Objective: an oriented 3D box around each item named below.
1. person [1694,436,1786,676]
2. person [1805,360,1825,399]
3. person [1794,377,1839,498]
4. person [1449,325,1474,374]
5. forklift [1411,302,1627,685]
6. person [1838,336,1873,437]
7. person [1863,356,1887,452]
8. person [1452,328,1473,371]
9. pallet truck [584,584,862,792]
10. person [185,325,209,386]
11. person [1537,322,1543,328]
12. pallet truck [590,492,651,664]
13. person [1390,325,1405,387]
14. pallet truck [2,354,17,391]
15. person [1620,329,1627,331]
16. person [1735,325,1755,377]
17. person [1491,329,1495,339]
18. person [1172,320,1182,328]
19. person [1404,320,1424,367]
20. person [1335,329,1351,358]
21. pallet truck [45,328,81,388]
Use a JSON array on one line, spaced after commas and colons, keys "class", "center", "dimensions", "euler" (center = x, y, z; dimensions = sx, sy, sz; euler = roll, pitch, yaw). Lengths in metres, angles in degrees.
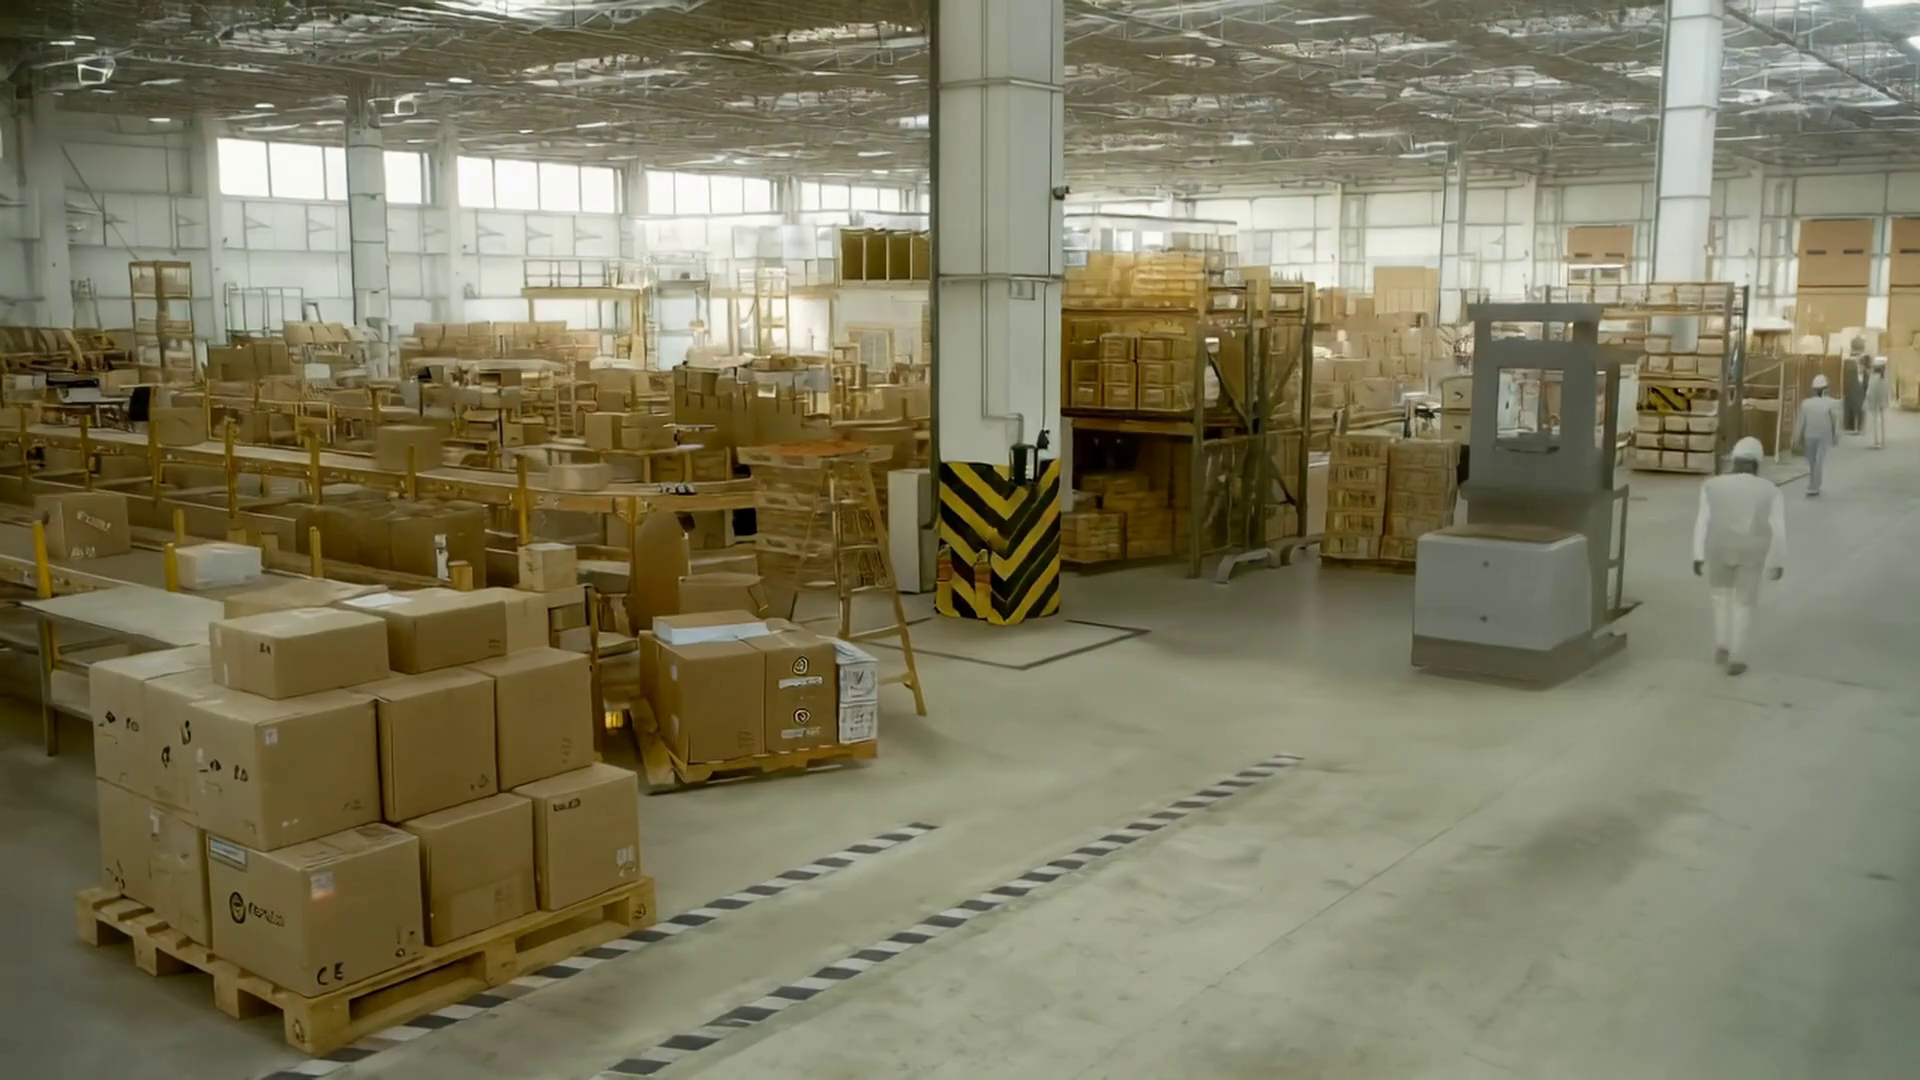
[{"class": "person", "center": [6.008, 0.107, 12.764], "dimensions": [0.619, 1.805, 0.719], "euler": [7, 11, 38]}, {"class": "person", "center": [17.181, -2.864, 33.560], "dimensions": [0.517, 1.584, 0.873], "euler": [-2, 9, -11]}, {"class": "person", "center": [12.234, -1.475, 23.746], "dimensions": [0.542, 1.724, 0.919], "euler": [8, 12, 44]}, {"class": "person", "center": [17.873, -6.694, 58.722], "dimensions": [1.002, 1.788, 0.518], "euler": [2, 9, 15]}, {"class": "forklift", "center": [4.379, -0.438, 12.852], "dimensions": [1.129, 2.768, 1.873], "euler": [7, 11, 37]}, {"class": "person", "center": [18.035, -3.097, 33.594], "dimensions": [0.536, 2.000, 0.688], "euler": [-1, 8, -5]}, {"class": "person", "center": [16.770, -2.487, 30.447], "dimensions": [0.349, 1.758, 0.521], "euler": [2, 9, 14]}, {"class": "person", "center": [14.683, -5.246, 48.633], "dimensions": [0.565, 1.881, 1.012], "euler": [4, 9, 24]}, {"class": "pallet truck", "center": [-1.426, 0.805, 10.019], "dimensions": [1.601, 1.201, 0.680], "euler": [-4, 9, -26]}, {"class": "person", "center": [-23.535, -5.663, 51.342], "dimensions": [0.642, 1.909, 0.399], "euler": [-4, 9, -24]}, {"class": "person", "center": [23.277, -7.853, 66.680], "dimensions": [0.505, 1.729, 0.434], "euler": [-1, 9, -8]}, {"class": "pallet truck", "center": [-3.115, 0.344, 12.883], "dimensions": [0.653, 1.274, 1.630], "euler": [7, 11, 37]}, {"class": "person", "center": [13.532, -5.690, 51.427], "dimensions": [0.376, 1.934, 0.548], "euler": [-1, 9, -7]}, {"class": "pallet truck", "center": [-24.881, -4.417, 42.634], "dimensions": [1.885, 1.965, 0.823], "euler": [8, 11, 41]}, {"class": "person", "center": [19.270, -5.202, 48.447], "dimensions": [0.684, 1.847, 0.498], "euler": [0, 8, -1]}, {"class": "person", "center": [27.145, -6.540, 57.550], "dimensions": [0.642, 1.822, 0.563], "euler": [3, 9, 18]}, {"class": "person", "center": [13.776, -4.547, 43.518], "dimensions": [0.379, 1.996, 0.608], "euler": [2, 9, 10]}, {"class": "person", "center": [8.955, -8.157, 68.239], "dimensions": [0.356, 1.882, 0.574], "euler": [-8, 11, -42]}, {"class": "person", "center": [17.012, -7.326, 62.571], "dimensions": [0.914, 1.910, 0.640], "euler": [-2, 9, -16]}, {"class": "person", "center": [10.095, -4.596, 43.981], "dimensions": [0.641, 1.954, 0.453], "euler": [-8, 12, -43]}, {"class": "pallet truck", "center": [-23.775, -4.544, 43.495], "dimensions": [1.885, 1.965, 0.823], "euler": [6, 10, 35]}]
